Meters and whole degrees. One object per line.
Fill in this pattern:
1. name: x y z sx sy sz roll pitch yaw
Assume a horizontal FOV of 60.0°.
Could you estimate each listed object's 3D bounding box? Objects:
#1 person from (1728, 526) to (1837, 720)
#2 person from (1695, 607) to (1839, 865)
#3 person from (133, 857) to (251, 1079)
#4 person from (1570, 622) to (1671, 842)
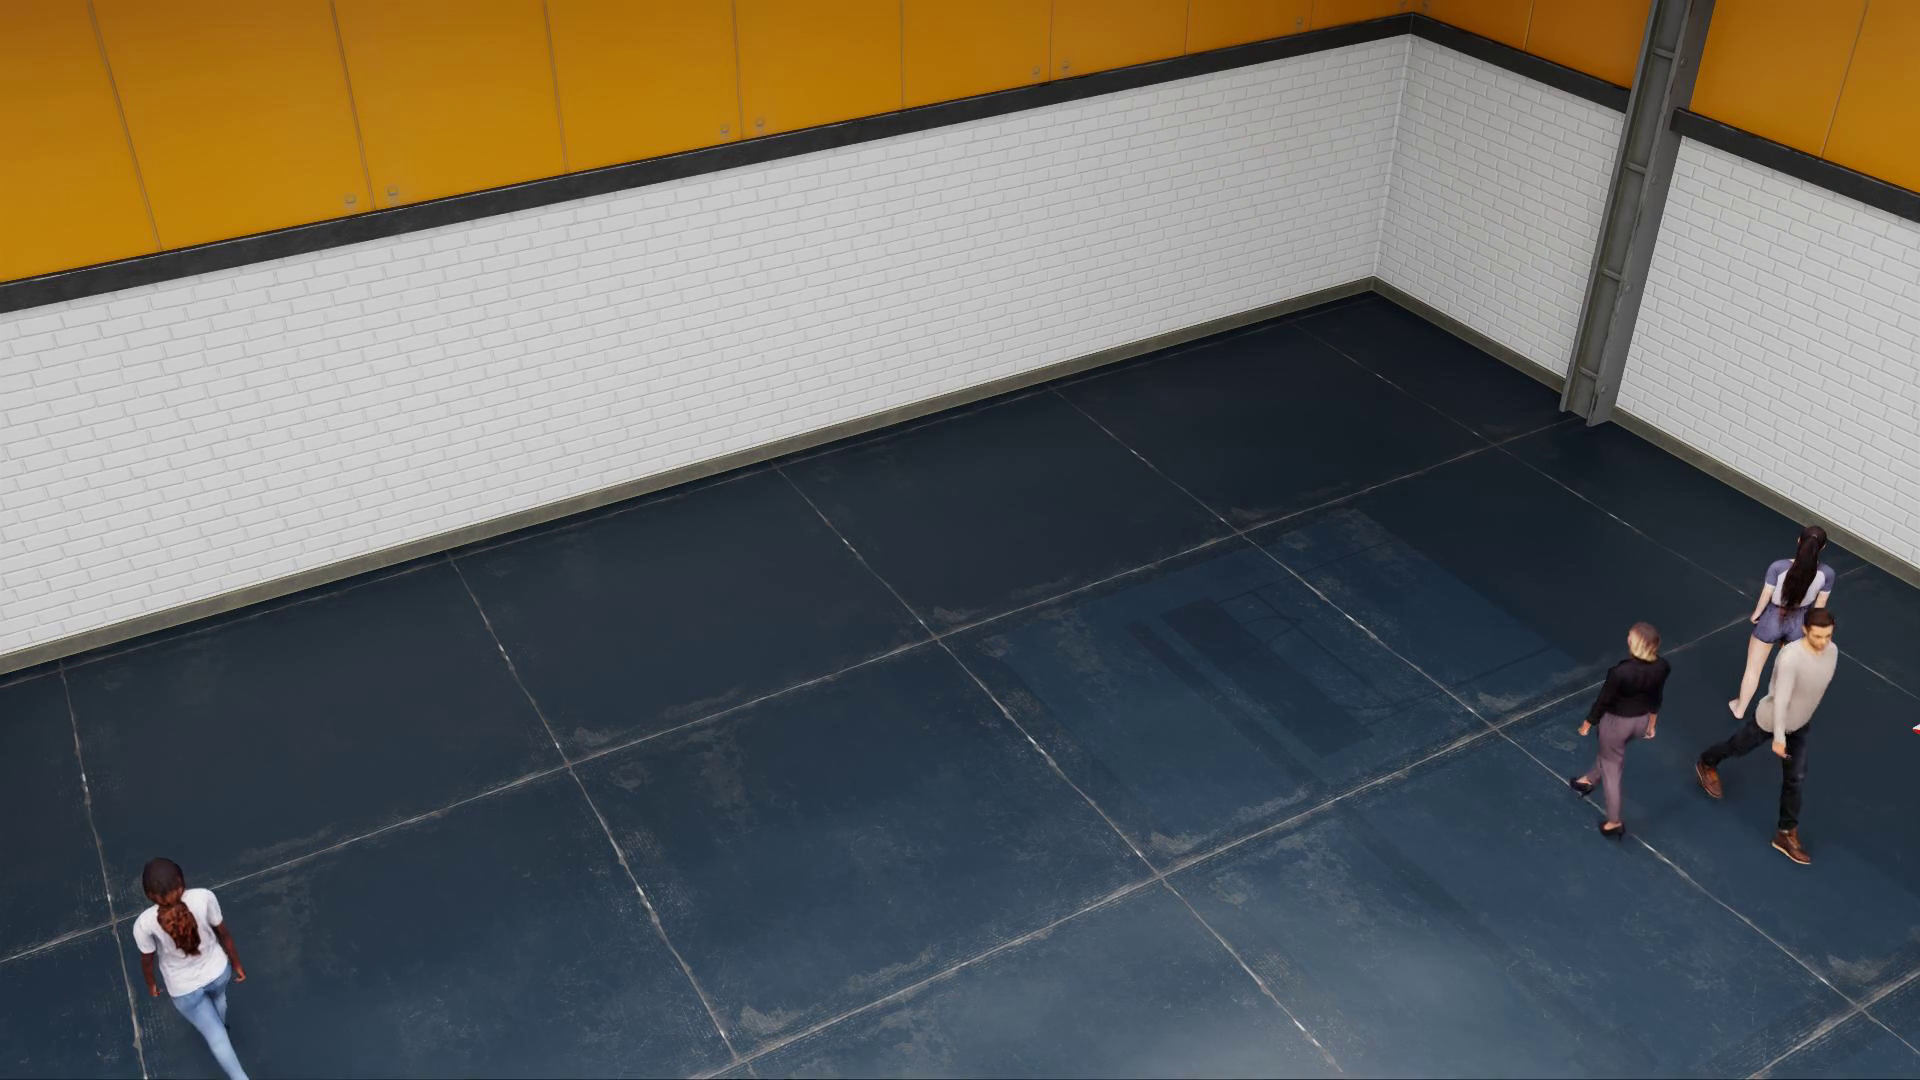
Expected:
1. person: 5.859 0.604 11.827 0.667 1.650 0.723 8 34 11
2. person: 5.283 1.137 10.880 0.828 1.811 1.314 -11 35 -17
3. person: -4.096 2.447 9.031 0.801 1.676 1.172 -29 43 -36
4. person: 4.354 1.293 10.792 0.693 1.648 0.883 -12 36 -18
